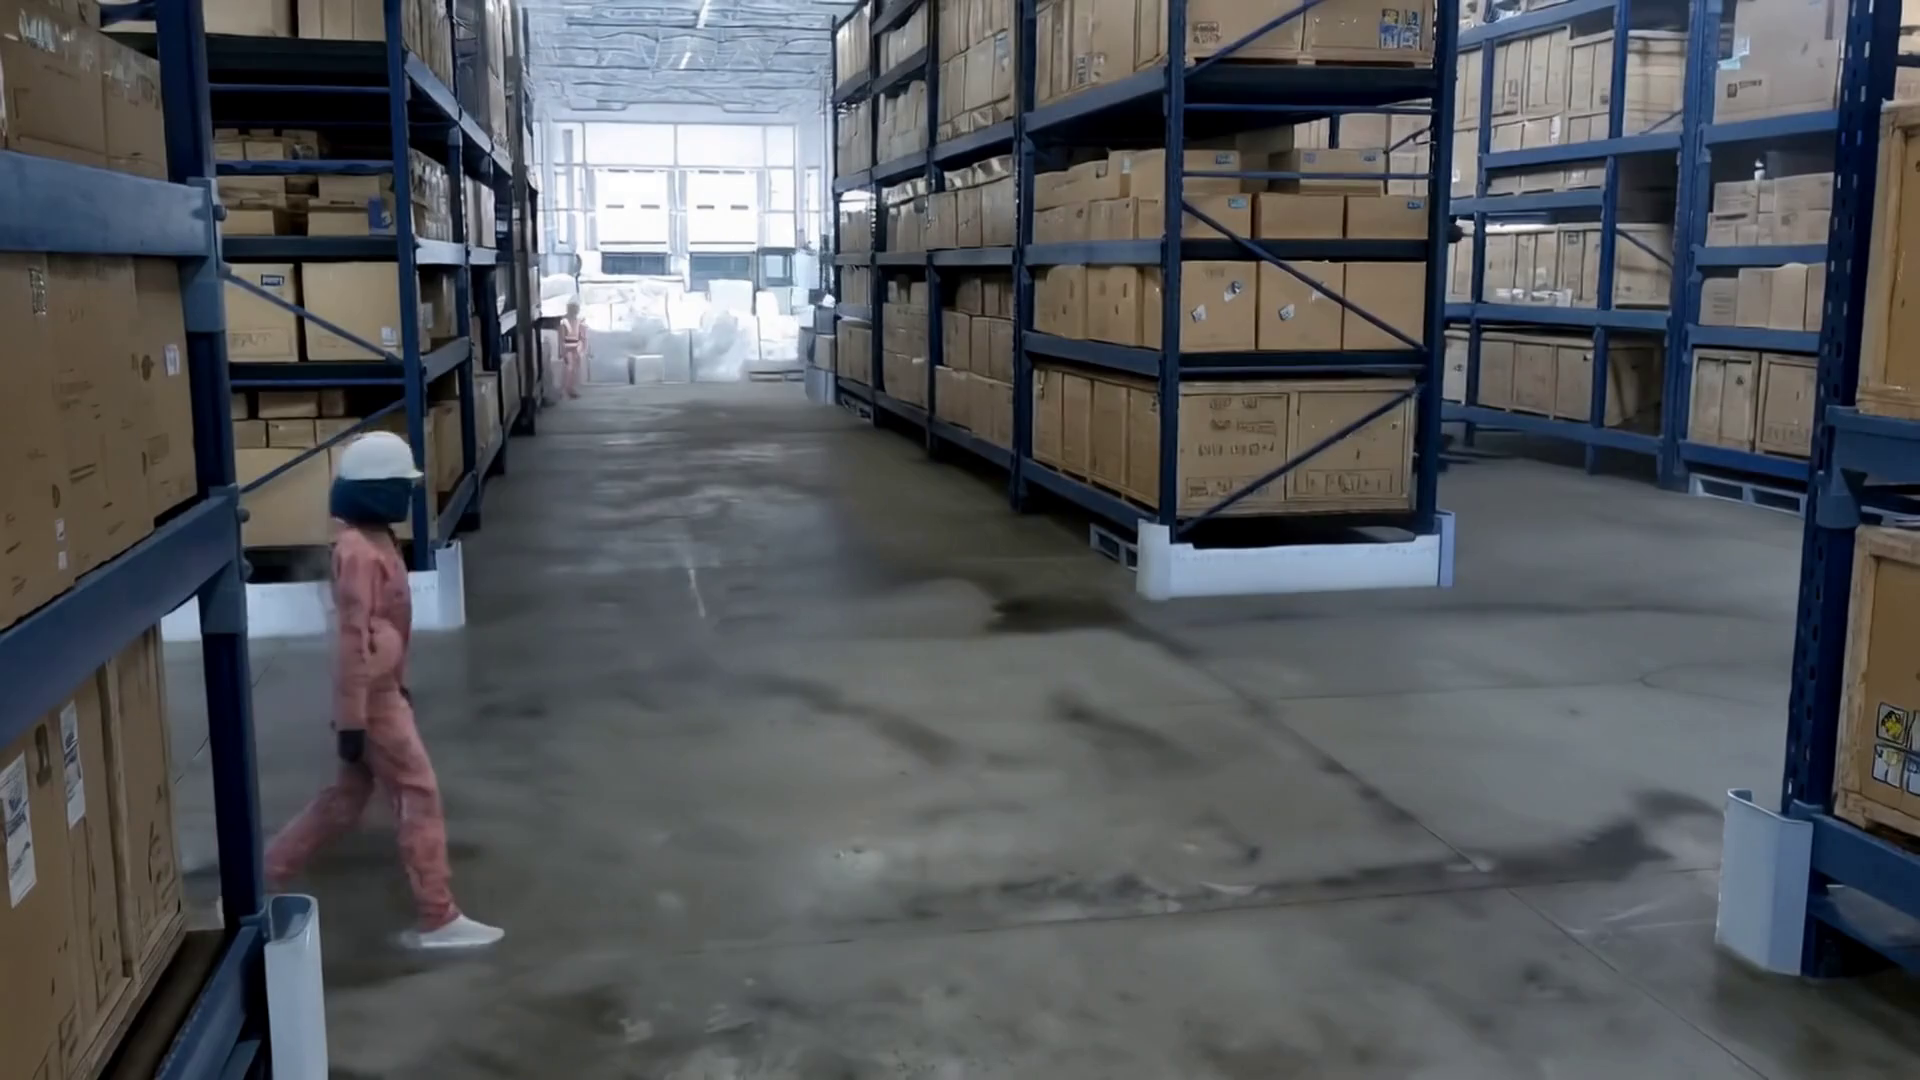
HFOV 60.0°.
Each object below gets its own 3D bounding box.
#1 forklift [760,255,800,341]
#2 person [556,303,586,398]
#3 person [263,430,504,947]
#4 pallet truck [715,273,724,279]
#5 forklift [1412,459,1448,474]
[{"bbox_3d":[-5.569,-7.385,49.836,1.129,2.768,1.873,-3,10,-18],"label":"forklift"},{"bbox_3d":[-6.605,-3.218,28.260,0.388,1.621,0.527,9,13,43],"label":"person"},{"bbox_3d":[-1.961,0.496,5.347,0.820,1.710,0.495,-2,10,-13],"label":"person"},{"bbox_3d":[-8.580,-8.986,62.280,1.885,1.965,0.823,1,9,5],"label":"pallet truck"},{"bbox_3d":[4.180,-2.136,17.845,1.129,2.768,1.873,-6,11,-32],"label":"forklift"}]
